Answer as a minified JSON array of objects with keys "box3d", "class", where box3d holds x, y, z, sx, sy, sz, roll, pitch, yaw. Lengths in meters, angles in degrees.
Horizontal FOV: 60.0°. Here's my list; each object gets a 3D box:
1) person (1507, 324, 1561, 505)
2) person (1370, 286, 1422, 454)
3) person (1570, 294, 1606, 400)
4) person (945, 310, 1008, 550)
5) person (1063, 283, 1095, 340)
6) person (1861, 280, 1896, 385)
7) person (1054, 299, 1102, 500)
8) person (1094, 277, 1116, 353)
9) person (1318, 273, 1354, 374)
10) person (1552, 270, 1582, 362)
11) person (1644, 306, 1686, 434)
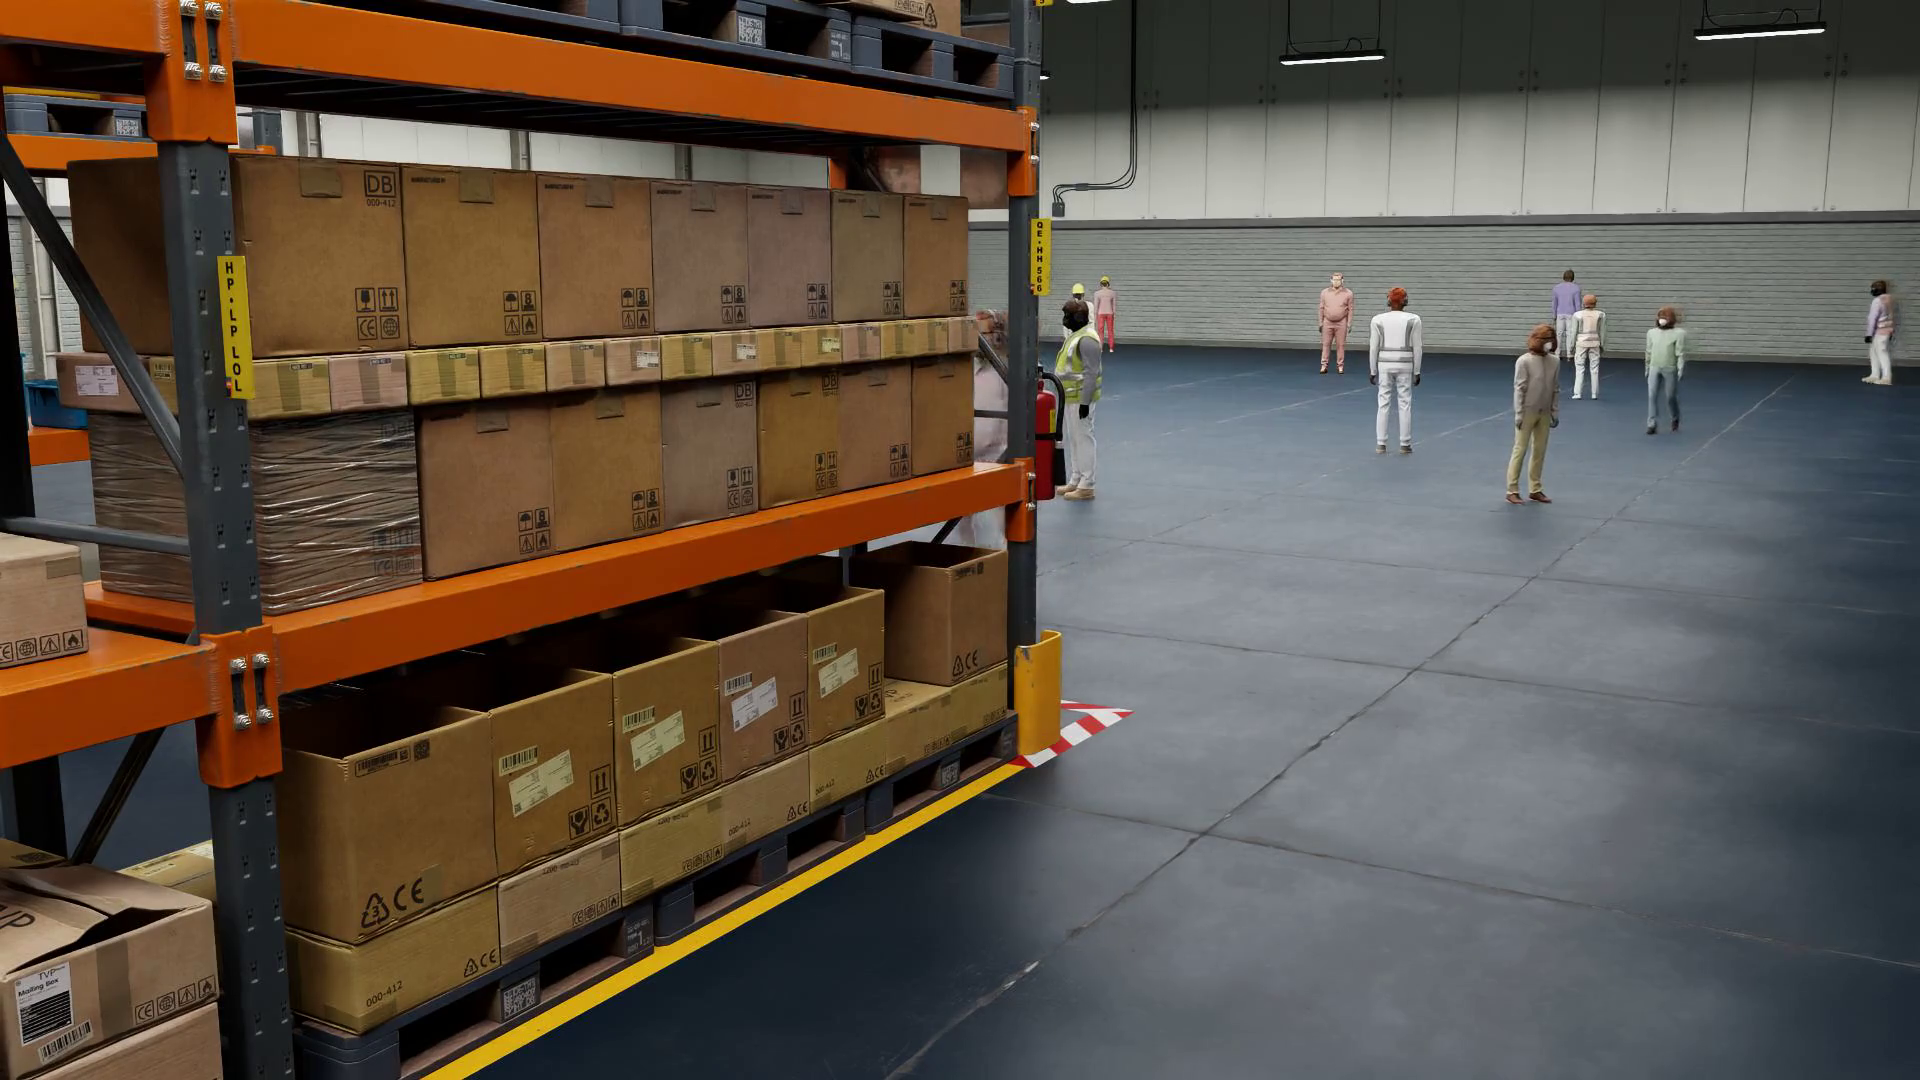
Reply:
[{"box3d":[5.176,-1.126,14.958,0.503,1.623,0.300,-4,10,-22],"class":"person"},{"box3d":[4.920,-1.914,18.795,0.573,1.887,0.354,4,10,21],"class":"person"},{"box3d":[9.751,-2.993,25.846,0.517,1.636,0.313,2,10,9],"class":"person"},{"box3d":[0.116,-0.484,10.407,0.688,1.883,0.680,-6,12,-33],"class":"person"},{"box3d":[2.069,-3.568,28.862,0.561,1.745,0.532,0,10,0],"class":"person"},{"box3d":[15.962,-3.599,28.907,0.633,1.806,0.664,9,14,44],"class":"person"},{"box3d":[1.077,-1.291,15.287,0.429,1.839,0.634,-1,10,-8],"class":"person"},{"box3d":[3.325,-5.158,38.169,0.523,1.759,0.336,-1,10,-5],"class":"person"},{"box3d":[7.112,-4.100,31.533,0.638,1.911,0.406,3,10,17],"class":"person"},{"box3d":[12.848,-4.746,35.227,0.627,1.940,0.373,9,13,43],"class":"person"},{"box3d":[8.875,-2.139,20.921,0.508,1.607,0.695,9,13,43],"class":"person"}]
